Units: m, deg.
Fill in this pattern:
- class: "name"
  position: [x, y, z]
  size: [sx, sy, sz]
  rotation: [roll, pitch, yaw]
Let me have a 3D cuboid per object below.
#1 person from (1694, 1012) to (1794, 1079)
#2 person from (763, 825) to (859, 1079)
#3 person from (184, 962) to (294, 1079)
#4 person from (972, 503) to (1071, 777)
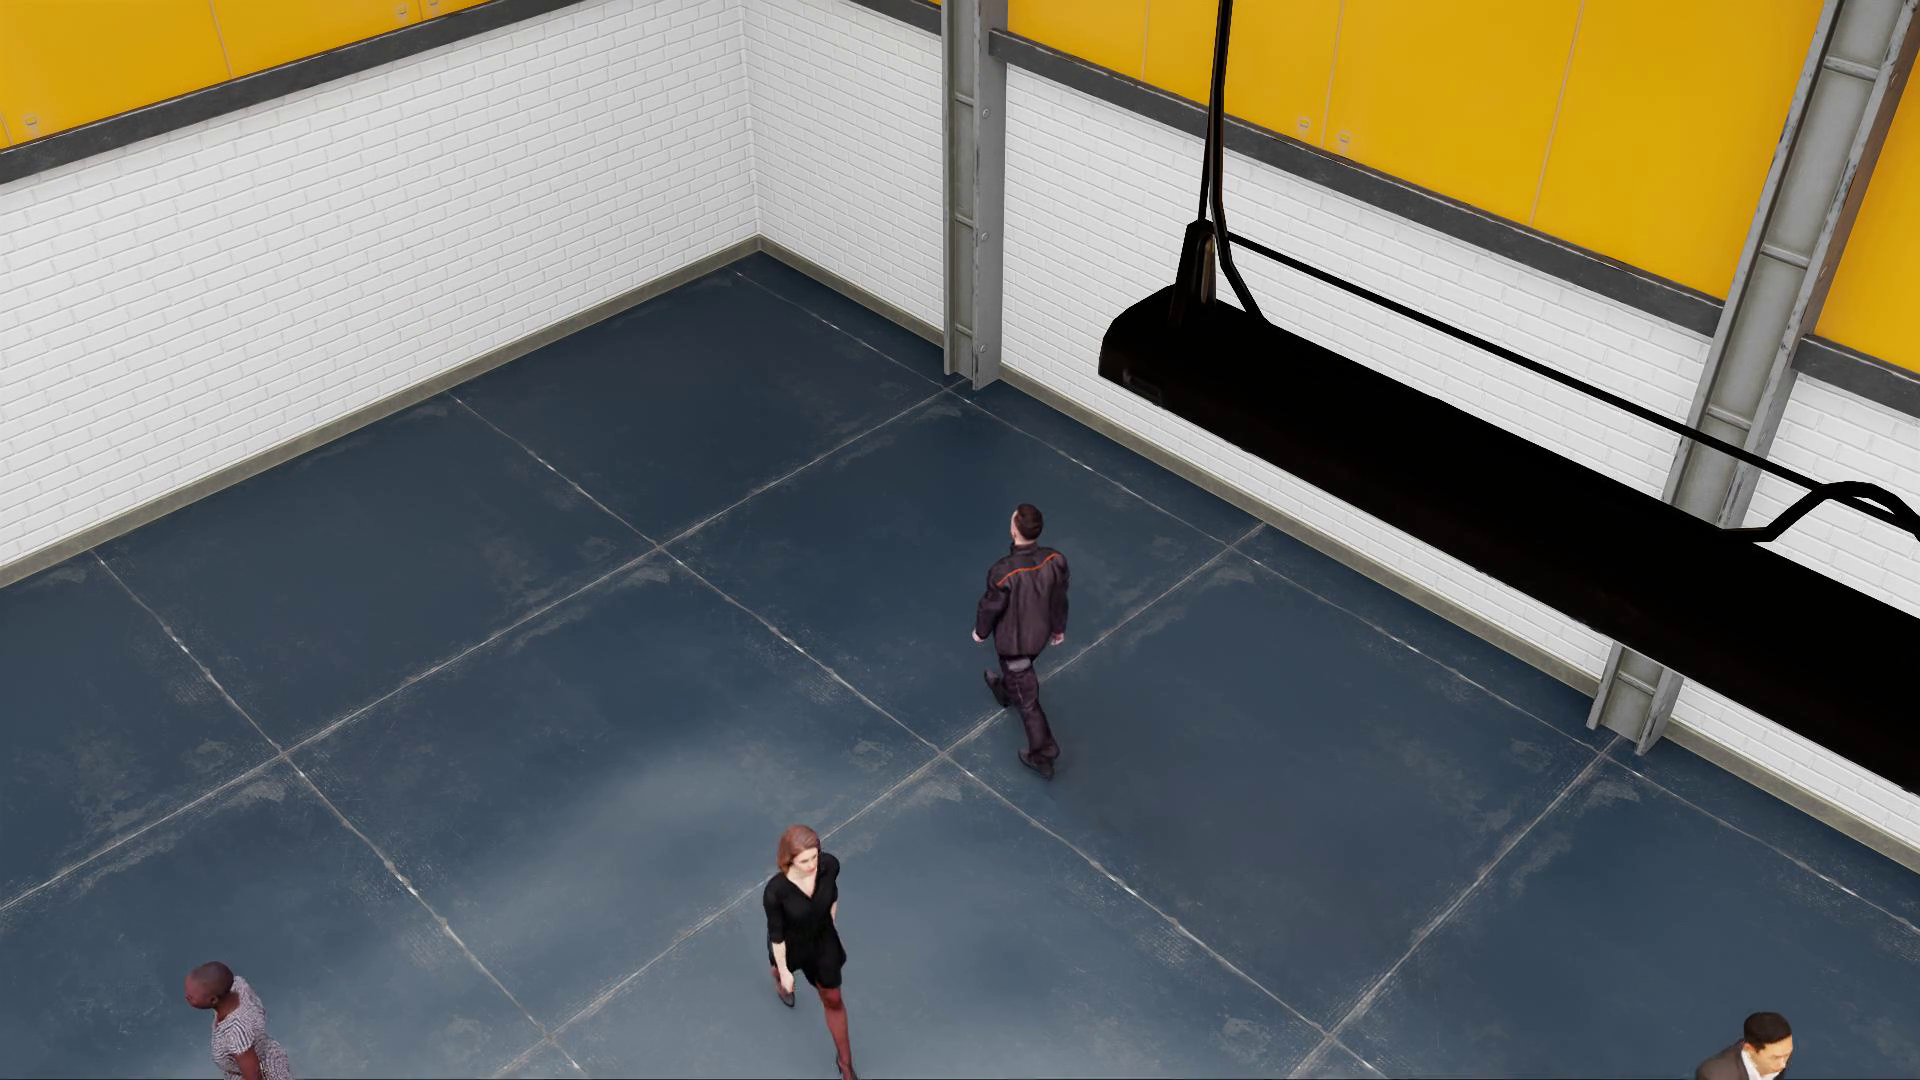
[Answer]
- class: "person"
  position: [3.397, 2.658, 7.655]
  size: [0.865, 1.787, 0.934]
  rotation: [-17, 42, -20]
- class: "person"
  position: [-0.859, 2.029, 8.555]
  size: [0.773, 1.647, 1.147]
  rotation: [-21, 43, -25]
- class: "person"
  position: [-3.175, 2.538, 7.817]
  size: [0.847, 1.772, 0.928]
  rotation: [-17, 42, -20]
- class: "person"
  position: [0.424, 0.643, 10.162]
  size: [0.897, 1.808, 1.268]
  rotation: [-22, 44, -25]
